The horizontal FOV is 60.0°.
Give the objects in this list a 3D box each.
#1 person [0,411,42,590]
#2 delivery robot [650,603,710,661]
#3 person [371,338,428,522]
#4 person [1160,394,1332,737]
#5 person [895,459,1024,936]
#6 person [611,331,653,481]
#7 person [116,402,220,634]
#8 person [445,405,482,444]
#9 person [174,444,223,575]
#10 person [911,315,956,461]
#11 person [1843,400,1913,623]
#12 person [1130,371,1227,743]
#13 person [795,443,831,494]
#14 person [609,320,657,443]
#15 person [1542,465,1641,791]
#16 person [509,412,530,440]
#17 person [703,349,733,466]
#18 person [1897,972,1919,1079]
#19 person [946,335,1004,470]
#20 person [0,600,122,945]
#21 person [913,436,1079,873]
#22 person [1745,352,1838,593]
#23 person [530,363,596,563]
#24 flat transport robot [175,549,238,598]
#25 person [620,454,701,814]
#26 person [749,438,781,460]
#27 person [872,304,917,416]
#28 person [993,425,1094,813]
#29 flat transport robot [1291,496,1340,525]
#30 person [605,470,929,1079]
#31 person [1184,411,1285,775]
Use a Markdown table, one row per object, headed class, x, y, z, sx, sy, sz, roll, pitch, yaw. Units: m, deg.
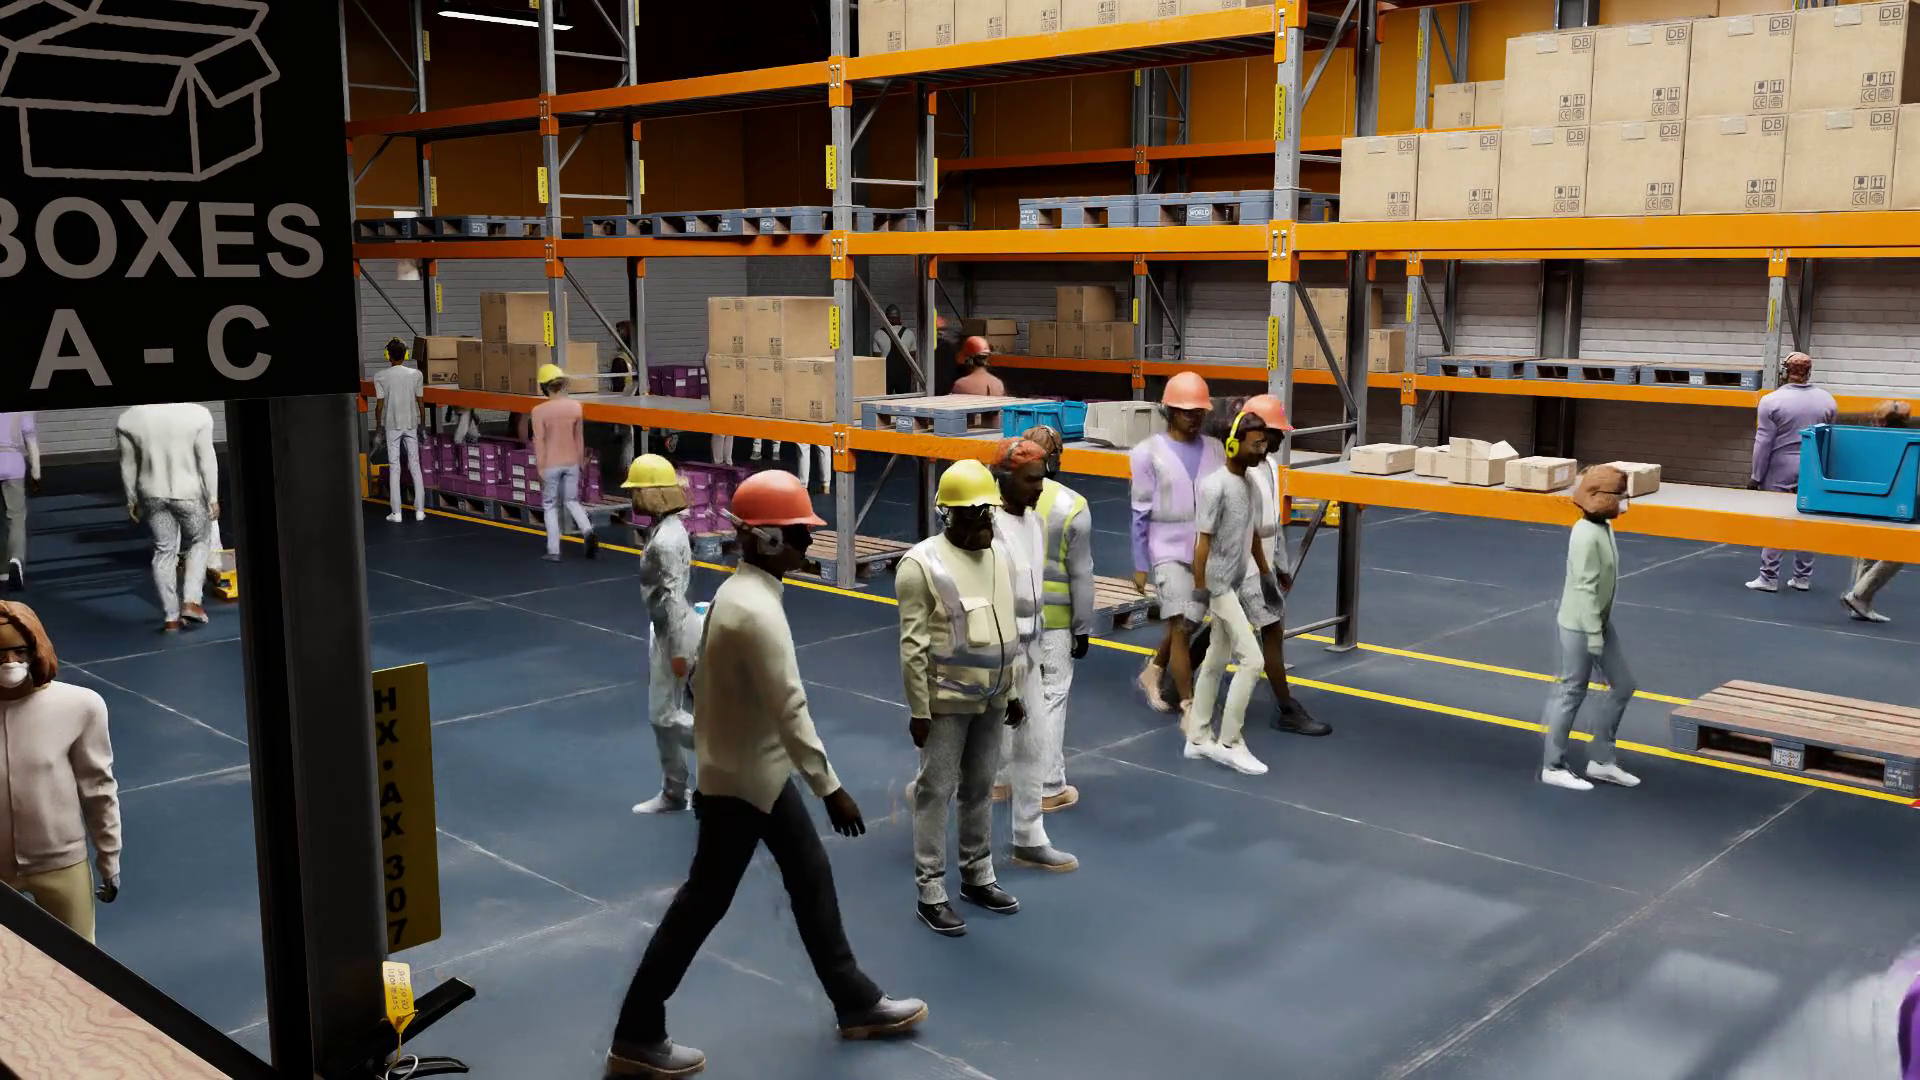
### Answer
| class | x | y | z | sx | sy | sz | roll | pitch | yaw |
| --- | --- | --- | --- | --- | --- | --- | --- | --- | --- |
| person | -7.724 | -0.553 | 13.349 | 0.593 | 1.903 | 0.866 | -5 | 10 | -27 |
| delivery robot | -1.537 | 0.619 | 9.973 | 0.707 | 0.478 | 0.477 | 8 | 12 | 41 |
| person | -5.698 | -1.109 | 16.877 | 0.566 | 1.863 | 0.367 | -6 | 11 | -32 |
| person | 1.570 | 0.122 | 9.271 | 1.025 | 1.887 | 0.558 | 5 | 10 | 28 |
| person | 0.026 | 0.597 | 6.486 | 0.589 | 1.834 | 0.403 | -9 | 13 | -44 |
| person | -3.804 | -1.590 | 19.939 | 0.771 | 1.814 | 0.657 | 3 | 10 | 15 |
| person | -5.554 | -0.301 | 11.724 | 0.652 | 1.918 | 0.458 | -2 | 9 | -12 |
| person | -6.090 | -1.550 | 20.430 | 0.877 | 1.589 | 0.522 | -6 | 11 | -34 |
| person | -6.437 | -0.499 | 13.859 | 0.676 | 1.616 | 0.455 | -2 | 10 | -14 |
| person | -0.228 | -1.975 | 21.881 | 0.926 | 1.966 | 0.631 | 8 | 12 | 41 |
| person | 6.647 | -0.195 | 11.956 | 0.377 | 1.621 | 0.534 | 5 | 11 | 28 |
| person | 1.212 | 0.059 | 9.278 | 0.621 | 2.013 | 0.915 | -4 | 10 | -24 |
| person | -1.707 | -1.426 | 18.866 | 0.619 | 1.845 | 0.430 | -5 | 10 | -26 |
| person | -4.808 | -2.331 | 24.502 | 0.689 | 1.814 | 0.572 | -8 | 12 | -40 |
| person | 3.145 | 0.443 | 8.097 | 0.565 | 1.612 | 0.520 | 6 | 11 | 33 |
| person | -5.884 | -2.025 | 22.326 | 0.407 | 1.913 | 0.641 | -6 | 11 | -32 |
| person | -2.817 | -1.645 | 19.998 | 0.410 | 1.913 | 0.643 | 3 | 10 | 16 |
| person | 1.656 | 1.194 | 2.534 | 0.566 | 1.926 | 0.400 | -6 | 11 | -32 |
| person | 0.168 | -0.815 | 14.702 | 0.599 | 1.977 | 0.642 | 8 | 12 | 40 |
| person | -2.713 | 0.970 | 4.841 | 0.499 | 1.628 | 0.278 | -5 | 10 | -26 |
| person | 0.157 | 0.484 | 7.061 | 0.668 | 1.869 | 0.611 | 6 | 11 | 34 |
| person | 6.557 | -0.530 | 13.180 | 0.649 | 1.908 | 0.407 | -1 | 9 | -7 |
| person | -3.438 | -0.650 | 14.385 | 0.551 | 1.750 | 0.532 | 9 | 13 | 44 |
| flat transport robot | -5.798 | 0.244 | 13.429 | 0.652 | 0.197 | 1.431 | -8 | 12 | -39 |
| person | -1.269 | 0.456 | 7.691 | 0.554 | 1.729 | 0.494 | -2 | 9 | -10 |
| person | -2.592 | -2.001 | 22.264 | 0.574 | 1.884 | 0.360 | 1 | 9 | 7 |
| person | -1.003 | -2.485 | 24.750 | 0.676 | 2.000 | 0.536 | -2 | 10 | -14 |
| person | 0.356 | 0.370 | 7.896 | 0.619 | 1.836 | 0.431 | 5 | 11 | 28 |
| flat transport robot | 3.245 | -0.323 | 16.906 | 1.431 | 0.197 | 0.652 | 3 | 10 | 17 |
| person | -0.654 | 0.744 | 5.292 | 1.051 | 1.932 | 0.612 | -1 | 9 | -7 |
| person | 1.431 | 0.264 | 8.488 | 0.641 | 1.844 | 0.543 | 4 | 10 | 23 |
